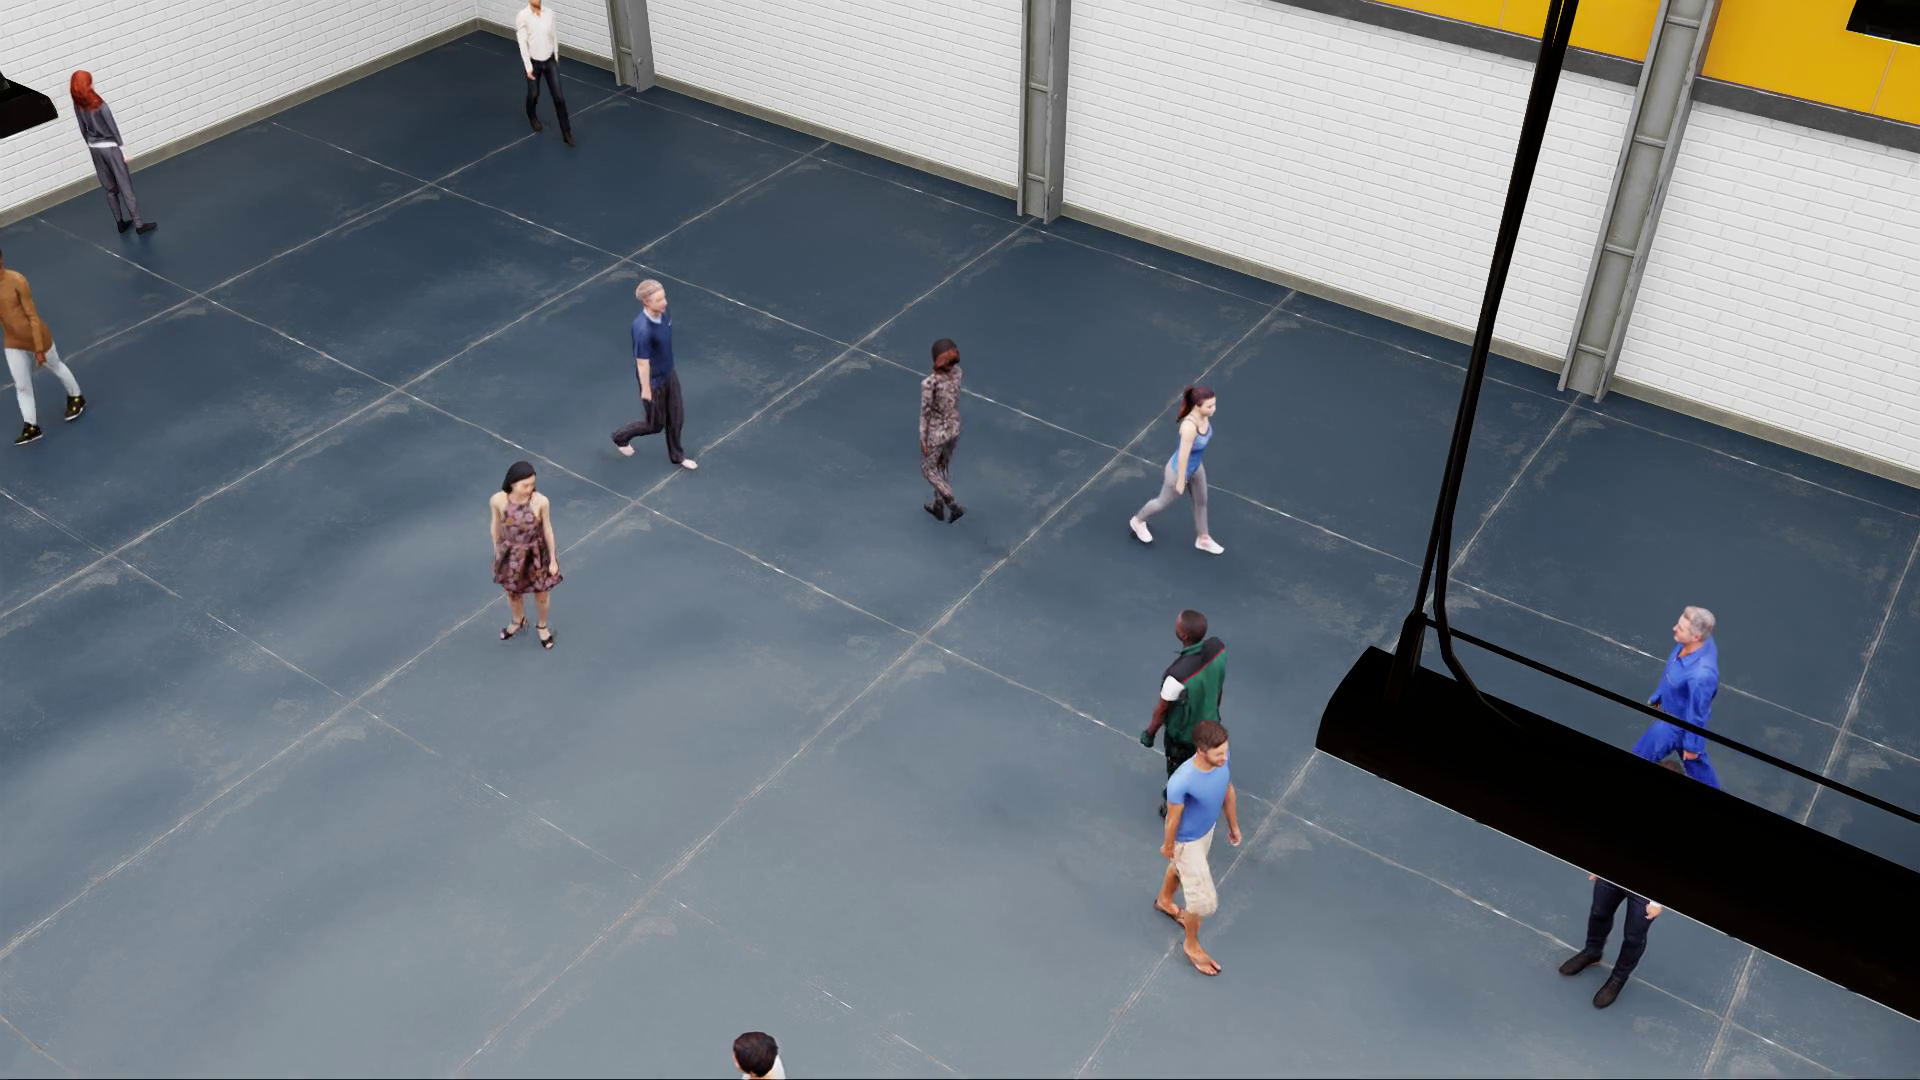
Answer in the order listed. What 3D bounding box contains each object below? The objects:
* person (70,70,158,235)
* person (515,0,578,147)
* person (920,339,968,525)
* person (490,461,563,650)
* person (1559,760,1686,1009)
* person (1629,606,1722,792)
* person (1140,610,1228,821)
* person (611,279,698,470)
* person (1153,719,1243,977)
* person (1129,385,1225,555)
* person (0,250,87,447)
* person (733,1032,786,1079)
[{"bbox_3d":[-8.857,-4.027,17.279,0.539,1.779,0.694,10,40,13],"label":"person"},{"bbox_3d":[-4.858,-5.476,19.047,0.944,1.836,1.271,-24,44,-27],"label":"person"},{"bbox_3d":[-0.086,-0.819,13.326,0.705,1.698,0.862,-29,47,-31],"label":"person"},{"bbox_3d":[-3.190,0.123,12.114,0.835,1.740,0.919,5,39,7],"label":"person"},{"bbox_3d":[3.950,1.957,9.719,0.744,1.862,0.630,-26,46,-29],"label":"person"},{"bbox_3d":[4.758,1.191,10.746,1.209,1.776,0.852,14,41,17],"label":"person"},{"bbox_3d":[1.534,1.236,10.654,0.676,1.822,0.692,27,46,30],"label":"person"},{"bbox_3d":[-2.614,-1.368,13.895,1.032,1.847,0.836,11,40,14],"label":"person"},{"bbox_3d":[1.334,1.708,10.047,0.891,1.841,0.683,28,46,31],"label":"person"},{"bbox_3d":[1.710,-0.572,13.124,1.036,1.563,0.597,21,43,25],"label":"person"},{"bbox_3d":[-8.058,-1.799,14.491,1.112,1.776,1.036,3,39,4],"label":"person"},{"bbox_3d":[-0.993,3.052,8.595,0.634,1.552,0.621,2,39,2],"label":"person"}]
